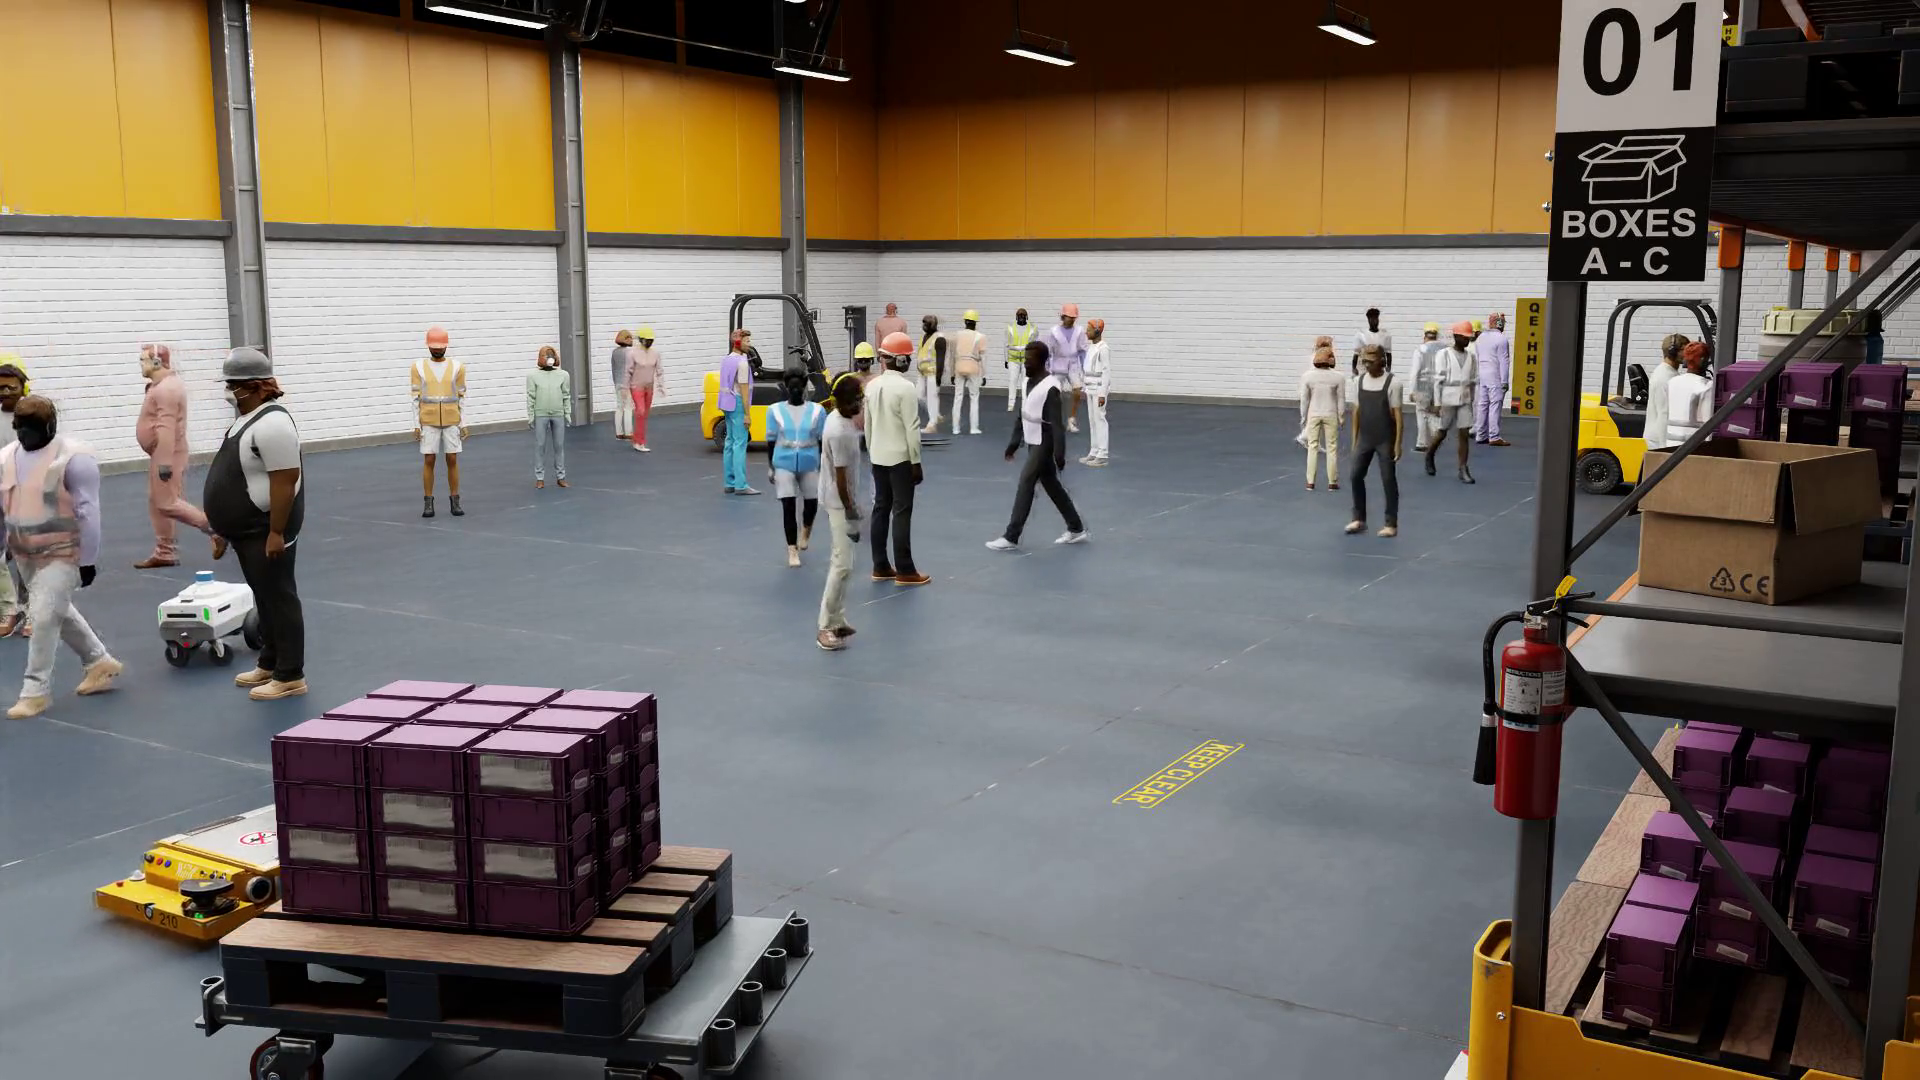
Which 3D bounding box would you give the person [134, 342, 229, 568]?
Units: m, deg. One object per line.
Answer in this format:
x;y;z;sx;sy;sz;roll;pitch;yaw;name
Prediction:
-6.526;-0.697;13.837;0.671;1.892;0.652;-5;10;-28;person

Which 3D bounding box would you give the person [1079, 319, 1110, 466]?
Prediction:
1.743;-1.886;21.283;0.340;1.882;0.586;-2;9;-13;person

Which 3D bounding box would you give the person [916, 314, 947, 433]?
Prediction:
-0.456;-2.552;25.594;0.437;1.833;0.648;-6;11;-31;person

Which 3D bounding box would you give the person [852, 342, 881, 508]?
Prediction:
-0.966;-1.116;16.848;0.522;1.768;0.312;-1;9;-4;person

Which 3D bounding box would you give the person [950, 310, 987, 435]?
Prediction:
0.127;-2.563;25.463;0.593;1.908;0.458;3;10;17;person

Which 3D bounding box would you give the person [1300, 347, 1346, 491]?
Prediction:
4.105;-1.369;18.836;0.501;1.631;0.285;3;10;18;person

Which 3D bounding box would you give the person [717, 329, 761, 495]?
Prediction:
-2.487;-1.416;18.474;0.393;1.842;0.564;-5;11;-30;person

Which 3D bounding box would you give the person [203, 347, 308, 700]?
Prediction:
-4.089;-0.100;9.647;0.536;2.000;0.688;-6;11;-33;person

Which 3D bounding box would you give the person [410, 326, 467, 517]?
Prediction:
-5.255;-1.193;16.819;0.542;1.929;0.368;-4;10;-21;person

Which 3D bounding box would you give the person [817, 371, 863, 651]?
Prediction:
-0.773;-0.207;11.007;0.330;1.832;0.653;0;9;-3;person

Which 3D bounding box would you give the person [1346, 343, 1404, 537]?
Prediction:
3.882;-0.924;15.487;0.540;1.821;0.420;7;12;39;person

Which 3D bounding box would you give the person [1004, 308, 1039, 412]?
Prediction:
1.086;-3.196;29.592;0.621;1.844;0.429;1;9;4;person

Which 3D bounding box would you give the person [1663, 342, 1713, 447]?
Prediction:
6.236;-0.756;14.255;0.339;1.878;0.582;-3;10;-21;person

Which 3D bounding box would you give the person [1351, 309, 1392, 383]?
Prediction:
6.452;-2.670;26.114;0.628;1.923;0.699;-2;9;-10;person

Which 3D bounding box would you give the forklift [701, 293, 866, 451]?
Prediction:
-2.458;-2.344;23.176;2.313;2.155;1.214;0;9;-2;forklift

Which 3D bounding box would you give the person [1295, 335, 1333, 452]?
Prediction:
4.867;-1.989;22.736;0.421;1.621;0.553;-1;9;-3;person

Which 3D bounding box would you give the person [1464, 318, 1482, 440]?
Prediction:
7.621;-2.388;24.673;0.528;1.801;0.626;-8;12;-40;person

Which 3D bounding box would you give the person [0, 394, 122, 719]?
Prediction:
-5.098;0.063;9.416;0.736;1.799;0.772;3;9;15;person

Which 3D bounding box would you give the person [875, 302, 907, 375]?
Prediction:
-1.278;-3.528;31.456;0.637;1.911;0.406;2;9;11;person

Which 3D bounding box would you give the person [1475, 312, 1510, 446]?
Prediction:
7.649;-2.301;23.797;0.409;1.907;0.651;-3;10;-19;person

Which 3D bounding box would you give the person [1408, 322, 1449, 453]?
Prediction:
6.384;-2.075;22.719;0.635;1.799;0.435;-4;10;-22;person

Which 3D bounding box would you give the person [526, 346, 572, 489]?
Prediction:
-4.706;-1.407;19.061;0.506;1.636;0.278;-4;10;-24;person

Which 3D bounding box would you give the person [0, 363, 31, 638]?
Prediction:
-6.334;-0.252;11.155;0.571;1.855;0.474;-2;9;-13;person

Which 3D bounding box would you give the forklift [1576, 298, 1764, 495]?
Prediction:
7.954;-1.589;18.462;2.313;2.155;1.214;5;11;30;forklift

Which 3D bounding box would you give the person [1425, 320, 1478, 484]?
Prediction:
5.828;-1.643;19.652;0.583;1.917;0.775;-2;9;-10;person

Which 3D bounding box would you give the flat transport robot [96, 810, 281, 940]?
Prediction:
-2.654;1.242;6.777;0.652;0.197;1.431;5;10;30;flat transport robot

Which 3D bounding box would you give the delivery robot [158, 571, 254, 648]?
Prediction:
-4.800;0.441;10.598;0.477;0.478;0.707;0;9;0;delivery robot

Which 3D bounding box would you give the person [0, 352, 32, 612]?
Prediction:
-6.836;-0.394;11.923;0.493;1.903;0.587;1;9;7;person

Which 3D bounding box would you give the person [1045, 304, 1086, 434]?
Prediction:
1.617;-2.607;25.410;0.708;1.994;0.715;-3;10;-17;person

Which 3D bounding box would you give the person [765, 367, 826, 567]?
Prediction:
-1.386;-0.631;14.087;0.540;1.681;0.583;-2;9;-10;person

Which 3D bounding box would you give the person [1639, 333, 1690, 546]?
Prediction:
6.222;-0.856;14.680;0.369;1.938;0.630;4;10;22;person

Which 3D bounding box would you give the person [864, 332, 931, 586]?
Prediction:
-0.504;-0.639;13.149;0.383;1.996;0.609;-8;12;-40;person

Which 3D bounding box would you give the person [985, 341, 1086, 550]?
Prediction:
0.719;-0.851;14.898;1.018;1.870;0.594;-3;10;-17;person

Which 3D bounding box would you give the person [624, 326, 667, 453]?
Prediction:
-4.292;-2.055;22.787;0.732;1.725;0.531;9;13;44;person

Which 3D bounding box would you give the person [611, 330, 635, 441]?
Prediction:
-4.934;-2.280;24.520;0.507;1.632;0.276;8;12;42;person
